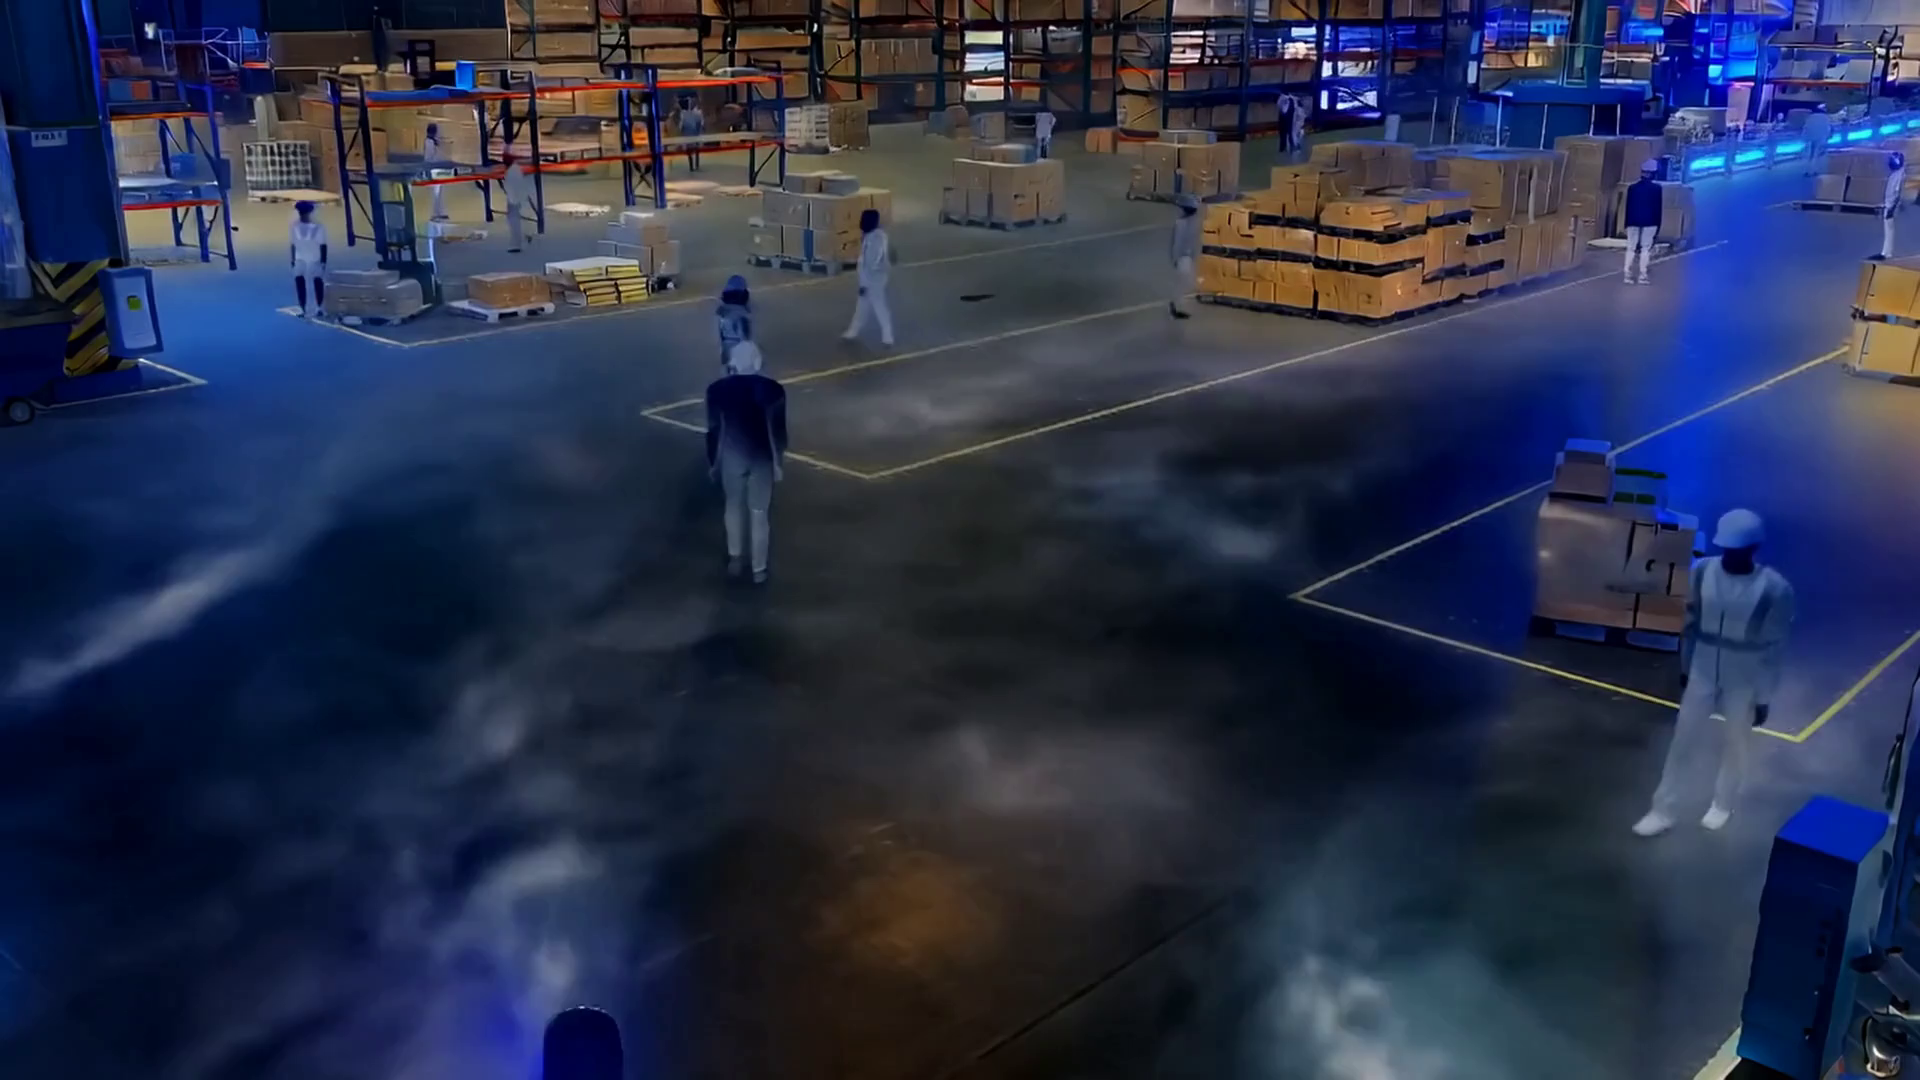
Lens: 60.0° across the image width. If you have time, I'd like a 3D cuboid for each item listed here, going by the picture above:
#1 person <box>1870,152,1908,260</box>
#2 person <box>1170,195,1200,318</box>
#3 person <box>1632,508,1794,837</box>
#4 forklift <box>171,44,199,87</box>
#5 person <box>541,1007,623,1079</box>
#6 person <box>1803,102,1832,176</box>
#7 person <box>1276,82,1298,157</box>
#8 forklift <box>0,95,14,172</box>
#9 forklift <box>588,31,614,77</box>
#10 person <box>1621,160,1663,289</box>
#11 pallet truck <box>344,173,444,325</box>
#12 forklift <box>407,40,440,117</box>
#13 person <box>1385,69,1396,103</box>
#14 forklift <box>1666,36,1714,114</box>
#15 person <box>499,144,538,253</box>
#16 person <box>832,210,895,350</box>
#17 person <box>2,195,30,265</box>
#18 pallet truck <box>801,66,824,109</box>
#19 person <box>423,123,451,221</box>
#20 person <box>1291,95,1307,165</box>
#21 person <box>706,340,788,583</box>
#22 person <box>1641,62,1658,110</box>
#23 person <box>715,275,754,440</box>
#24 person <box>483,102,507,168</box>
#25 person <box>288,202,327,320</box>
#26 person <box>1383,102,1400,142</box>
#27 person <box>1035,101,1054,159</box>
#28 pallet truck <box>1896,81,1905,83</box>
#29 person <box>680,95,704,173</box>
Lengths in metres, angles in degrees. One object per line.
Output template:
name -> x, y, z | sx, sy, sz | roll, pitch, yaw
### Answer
person -> 15.962, -5.691, 28.506 | 0.328, 1.872, 0.512 | 7, 20, 20
person -> 3.215, -4.014, 23.627 | 0.388, 1.749, 0.558 | 11, 21, 30
person -> 4.113, 0.760, 9.028 | 0.887, 1.889, 0.613 | -16, 24, -39
forklift -> -24.593, -14.348, 53.009 | 1.129, 2.768, 1.873 | 17, 25, 41
person -> -1.045, 2.129, 4.869 | 0.625, 1.928, 0.814 | -1, 18, -3
person -> 21.541, -10.076, 41.792 | 0.611, 1.817, 0.425 | 15, 24, 38
person -> 9.164, -11.785, 46.602 | 0.682, 2.000, 0.538 | -5, 19, -16
forklift -> -24.286, -10.810, 42.349 | 1.129, 2.768, 1.873 | 17, 25, 41
forklift -> -14.626, -19.907, 69.759 | 1.129, 2.768, 1.873 | 17, 25, 41
person -> 10.713, -4.947, 26.083 | 0.388, 1.987, 0.608 | -13, 22, -34
pallet truck -> -8.209, -4.181, 23.757 | 0.823, 1.965, 1.885 | 3, 19, 9
forklift -> -18.606, -15.964, 57.878 | 1.873, 2.768, 1.129 | 17, 25, 41
person -> 16.283, -17.065, 63.186 | 0.519, 1.592, 0.802 | -8, 20, -22
forklift -> 27.341, -17.291, 61.877 | 1.129, 2.768, 1.873 | 17, 25, 41
person -> -7.893, -6.066, 29.558 | 0.510, 1.915, 0.603 | -5, 19, -16
person -> -1.260, -3.366, 21.600 | 0.901, 1.802, 0.654 | 1, 18, 4
person -> -12.919, -3.837, 22.971 | 0.504, 1.840, 0.345 | 0, 18, 0
pallet truck -> -4.812, -15.182, 56.903 | 0.823, 1.965, 1.885 | -9, 21, -26
person -> -10.639, -7.454, 33.711 | 0.372, 1.940, 0.629 | -9, 20, -25
person -> 8.617, -10.322, 42.345 | 0.348, 1.942, 0.548 | 0, 18, -1
person -> -1.669, -0.618, 13.174 | 0.635, 1.908, 0.508 | -2, 18, -7
person -> 25.806, -16.952, 62.396 | 0.632, 1.900, 0.990 | 16, 24, 39
person -> -2.299, -1.871, 17.199 | 0.493, 1.740, 0.325 | 13, 23, 35
person -> -11.548, -9.994, 41.396 | 0.590, 1.918, 0.386 | 0, 18, -1
person -> -9.244, -3.948, 23.567 | 0.545, 1.656, 0.797 | -2, 18, -5
person -> 10.729, -9.938, 41.334 | 0.522, 1.852, 0.642 | -12, 22, -33
person -> 2.267, -10.866, 44.404 | 0.545, 1.661, 0.785 | 3, 19, 10
pallet truck -> 34.802, -16.331, 61.455 | 0.653, 1.274, 1.630 | 17, 25, 41
person -> -6.866, -10.423, 42.635 | 0.613, 1.948, 0.522 | -3, 19, -9
